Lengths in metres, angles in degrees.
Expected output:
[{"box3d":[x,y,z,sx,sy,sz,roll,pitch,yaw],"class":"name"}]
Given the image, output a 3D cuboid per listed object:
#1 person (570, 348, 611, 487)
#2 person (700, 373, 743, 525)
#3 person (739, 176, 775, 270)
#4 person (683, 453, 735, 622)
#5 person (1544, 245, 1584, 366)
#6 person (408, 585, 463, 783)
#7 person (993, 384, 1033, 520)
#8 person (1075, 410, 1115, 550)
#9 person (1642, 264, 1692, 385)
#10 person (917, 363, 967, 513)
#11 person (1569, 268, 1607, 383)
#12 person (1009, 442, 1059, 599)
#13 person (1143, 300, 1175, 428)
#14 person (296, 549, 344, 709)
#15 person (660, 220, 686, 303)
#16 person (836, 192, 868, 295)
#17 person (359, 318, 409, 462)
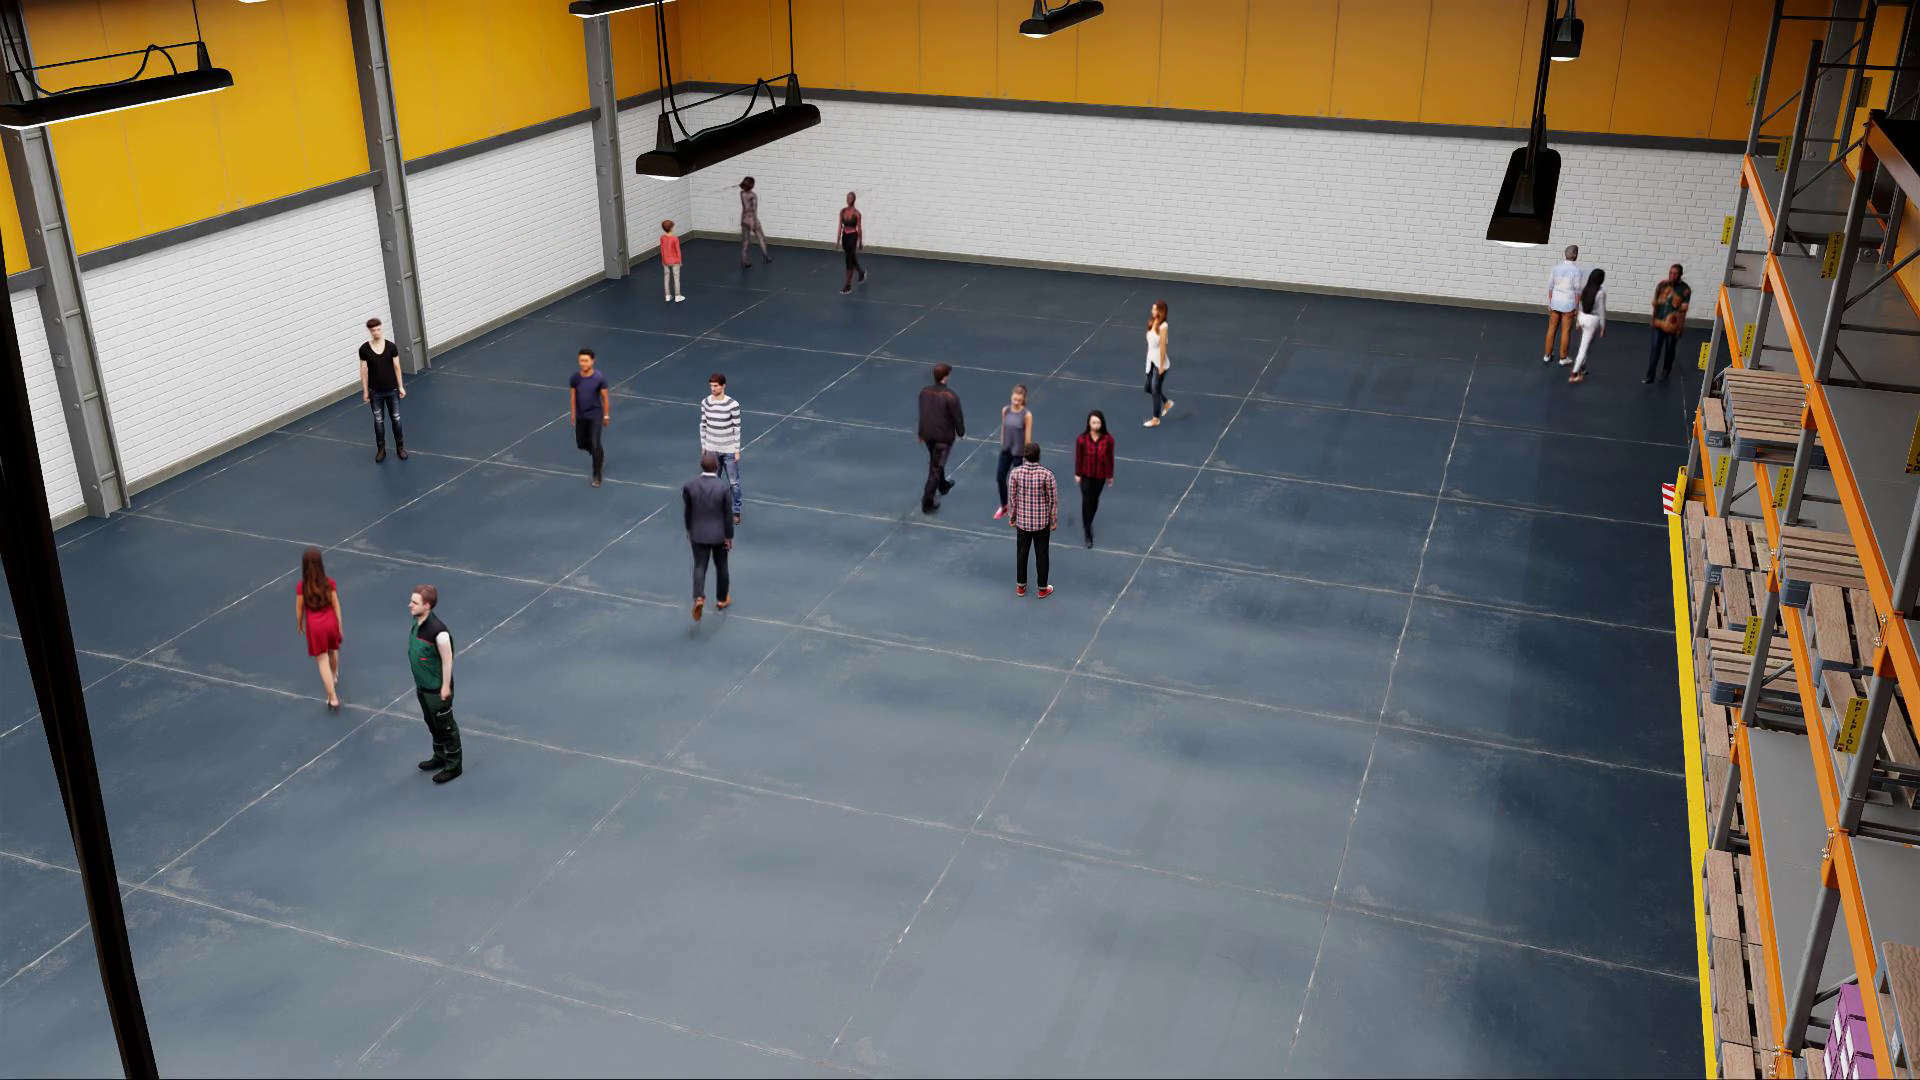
[{"box3d":[-4.636,-1.587,20.944,0.760,1.779,0.931,3,24,7],"class":"person"},{"box3d":[-2.826,-1.102,19.740,0.667,1.855,0.557,6,24,13],"class":"person"},{"box3d":[-3.958,-5.859,30.833,0.730,1.685,1.025,15,28,30],"class":"person"},{"box3d":[-2.626,-0.017,17.323,0.863,1.802,1.077,2,24,4],"class":"person"},{"box3d":[9.275,-3.625,25.545,0.748,1.828,0.768,-20,31,-38],"class":"person"},{"box3d":[-4.570,1.221,14.440,0.748,1.842,0.738,-19,30,-37],"class":"person"},{"box3d":[0.713,-1.067,19.843,0.660,1.707,0.736,15,28,31],"class":"person"},{"box3d":[1.524,-0.772,19.273,0.825,1.623,0.975,-4,24,-9],"class":"person"},{"box3d":[10.531,-3.195,24.650,0.961,1.757,1.265,18,30,36],"class":"person"},{"box3d":[-0.314,-1.194,20.027,0.915,1.793,1.149,16,28,32],"class":"person"},{"box3d":[9.254,-3.174,24.663,0.869,1.708,0.809,-8,25,-19],"class":"person"},{"box3d":[0.785,-0.225,17.852,0.710,1.760,0.617,6,24,13],"class":"person"},{"box3d":[2.793,-2.431,22.884,0.896,1.772,0.832,-12,26,-25],"class":"person"},{"box3d":[-6.019,0.858,15.682,1.017,1.512,1.042,-12,26,-25],"class":"person"},{"box3d":[-5.015,-4.848,28.855,0.524,1.417,0.473,7,24,15],"class":"person"},{"box3d":[-1.896,-5.296,29.499,0.724,1.722,1.217,13,27,28],"class":"person"},{"box3d":[-7.522,-1.977,21.690,0.761,1.896,0.804,-9,25,-20],"class":"person"}]
